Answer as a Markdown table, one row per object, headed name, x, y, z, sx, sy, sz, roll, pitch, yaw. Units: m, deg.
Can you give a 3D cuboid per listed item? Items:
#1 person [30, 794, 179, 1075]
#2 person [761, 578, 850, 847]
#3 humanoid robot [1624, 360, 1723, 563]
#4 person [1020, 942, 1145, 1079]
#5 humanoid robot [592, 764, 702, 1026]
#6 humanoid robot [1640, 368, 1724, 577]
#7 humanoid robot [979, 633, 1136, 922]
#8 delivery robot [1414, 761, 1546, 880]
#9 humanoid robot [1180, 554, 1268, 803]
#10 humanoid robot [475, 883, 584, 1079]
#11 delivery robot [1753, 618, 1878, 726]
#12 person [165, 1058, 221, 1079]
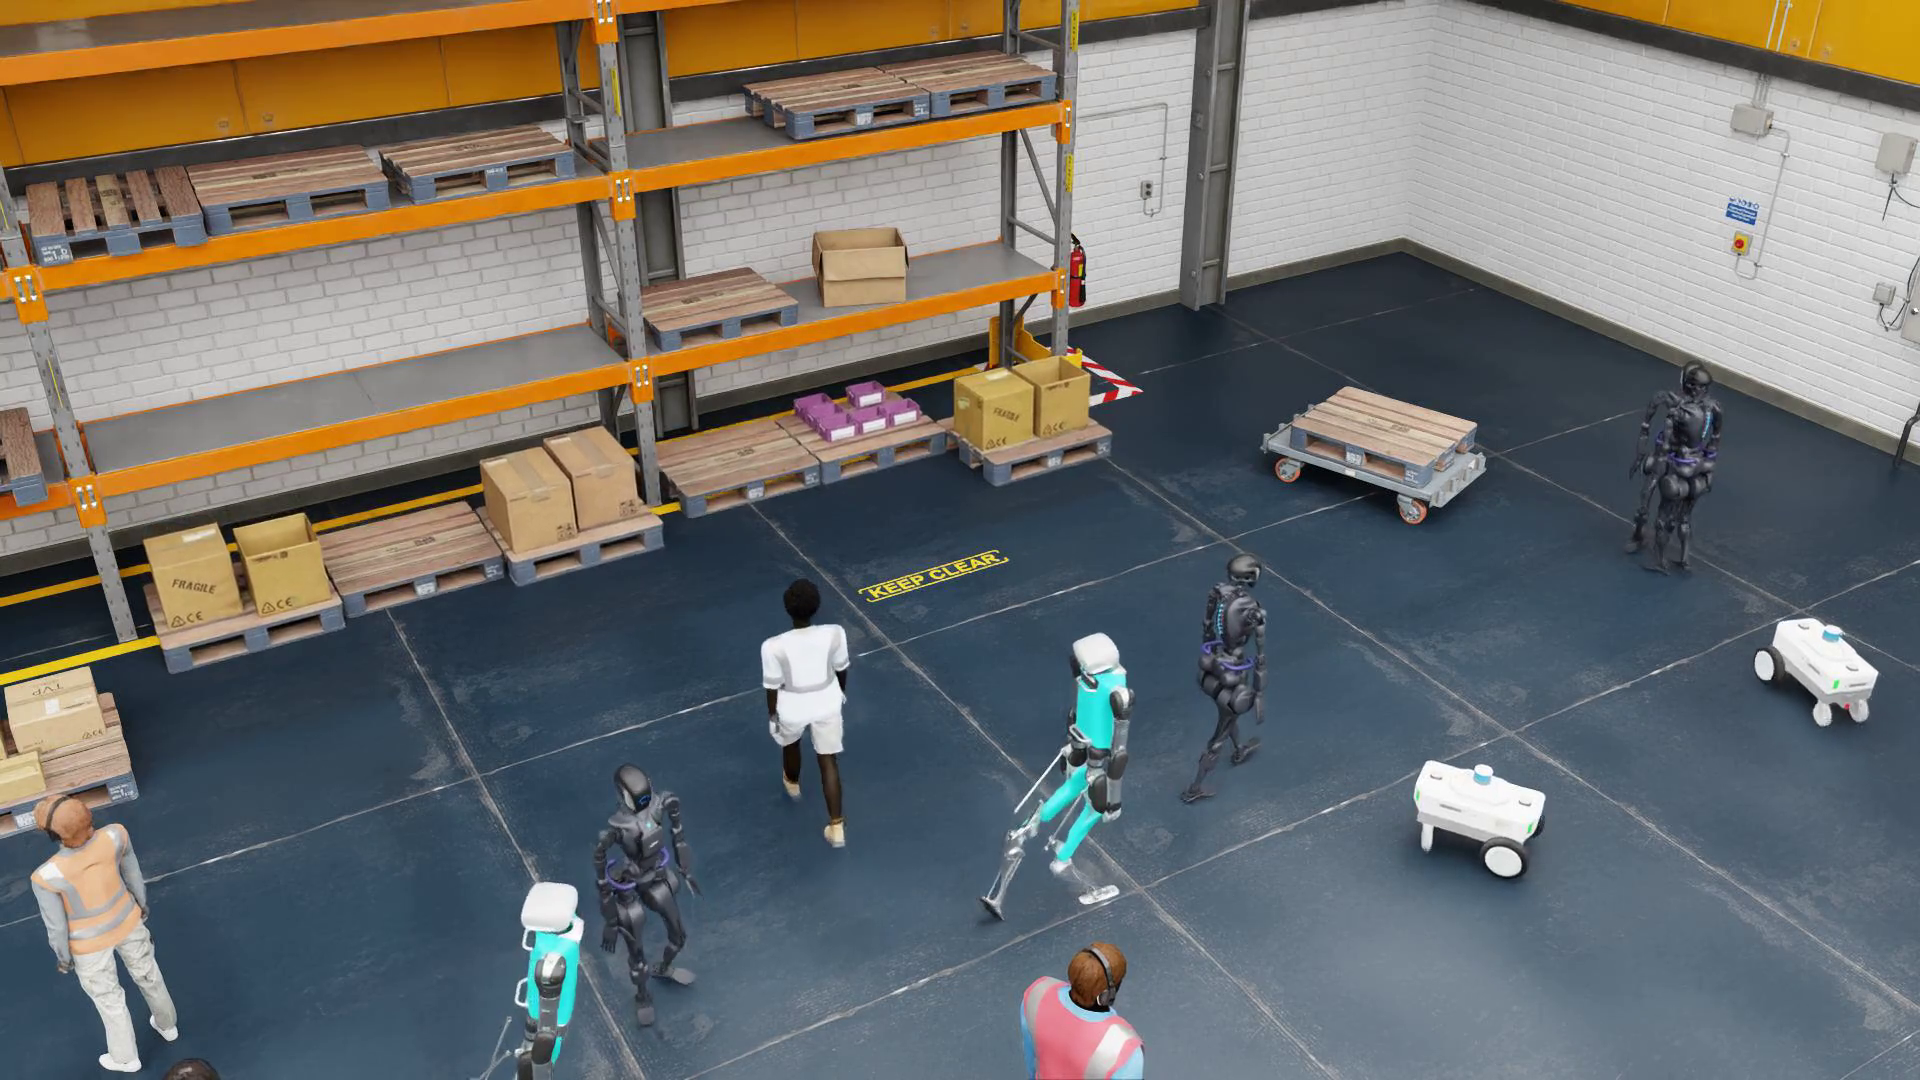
| name | x | y | z | sx | sy | sz | roll | pitch | yaw |
| --- | --- | --- | --- | --- | --- | --- | --- | --- | --- |
| person | -4.202 | 1.926 | 8.170 | 0.304 | 1.638 | 0.521 | 15 | 33 | 25 |
| person | -0.888 | 0.992 | 9.804 | 0.533 | 1.650 | 0.873 | -9 | 31 | -15 |
| humanoid robot | 5.415 | -0.591 | 12.590 | 0.596 | 1.657 | 0.318 | 15 | 33 | 24 |
| person | 0.551 | 2.431 | 7.072 | 0.632 | 1.842 | 0.429 | 26 | 39 | 38 |
| humanoid robot | -1.613 | 1.757 | 8.431 | 0.402 | 1.638 | 0.597 | 22 | 36 | 34 |
| humanoid robot | 5.428 | -0.502 | 12.444 | 0.597 | 1.645 | 0.355 | -11 | 31 | -18 |
| humanoid robot | 0.466 | 1.380 | 9.059 | 0.947 | 1.774 | 0.541 | -14 | 32 | -23 |
| delivery robot | 3.088 | 1.618 | 9.837 | 0.783 | 0.611 | 0.504 | 15 | 33 | 25 |
| humanoid robot | 1.671 | 0.806 | 10.148 | 0.759 | 1.621 | 0.601 | -16 | 33 | -27 |
| humanoid robot | -2.003 | 2.342 | 7.455 | 0.785 | 1.884 | 0.541 | -3 | 30 | -5 |
| delivery robot | 5.786 | 0.845 | 11.207 | 0.499 | 0.614 | 0.802 | -5 | 30 | -9 |
| person | -2.793 | 2.751 | 6.468 | 0.533 | 1.879 | 0.410 | -14 | 32 | -23 |
